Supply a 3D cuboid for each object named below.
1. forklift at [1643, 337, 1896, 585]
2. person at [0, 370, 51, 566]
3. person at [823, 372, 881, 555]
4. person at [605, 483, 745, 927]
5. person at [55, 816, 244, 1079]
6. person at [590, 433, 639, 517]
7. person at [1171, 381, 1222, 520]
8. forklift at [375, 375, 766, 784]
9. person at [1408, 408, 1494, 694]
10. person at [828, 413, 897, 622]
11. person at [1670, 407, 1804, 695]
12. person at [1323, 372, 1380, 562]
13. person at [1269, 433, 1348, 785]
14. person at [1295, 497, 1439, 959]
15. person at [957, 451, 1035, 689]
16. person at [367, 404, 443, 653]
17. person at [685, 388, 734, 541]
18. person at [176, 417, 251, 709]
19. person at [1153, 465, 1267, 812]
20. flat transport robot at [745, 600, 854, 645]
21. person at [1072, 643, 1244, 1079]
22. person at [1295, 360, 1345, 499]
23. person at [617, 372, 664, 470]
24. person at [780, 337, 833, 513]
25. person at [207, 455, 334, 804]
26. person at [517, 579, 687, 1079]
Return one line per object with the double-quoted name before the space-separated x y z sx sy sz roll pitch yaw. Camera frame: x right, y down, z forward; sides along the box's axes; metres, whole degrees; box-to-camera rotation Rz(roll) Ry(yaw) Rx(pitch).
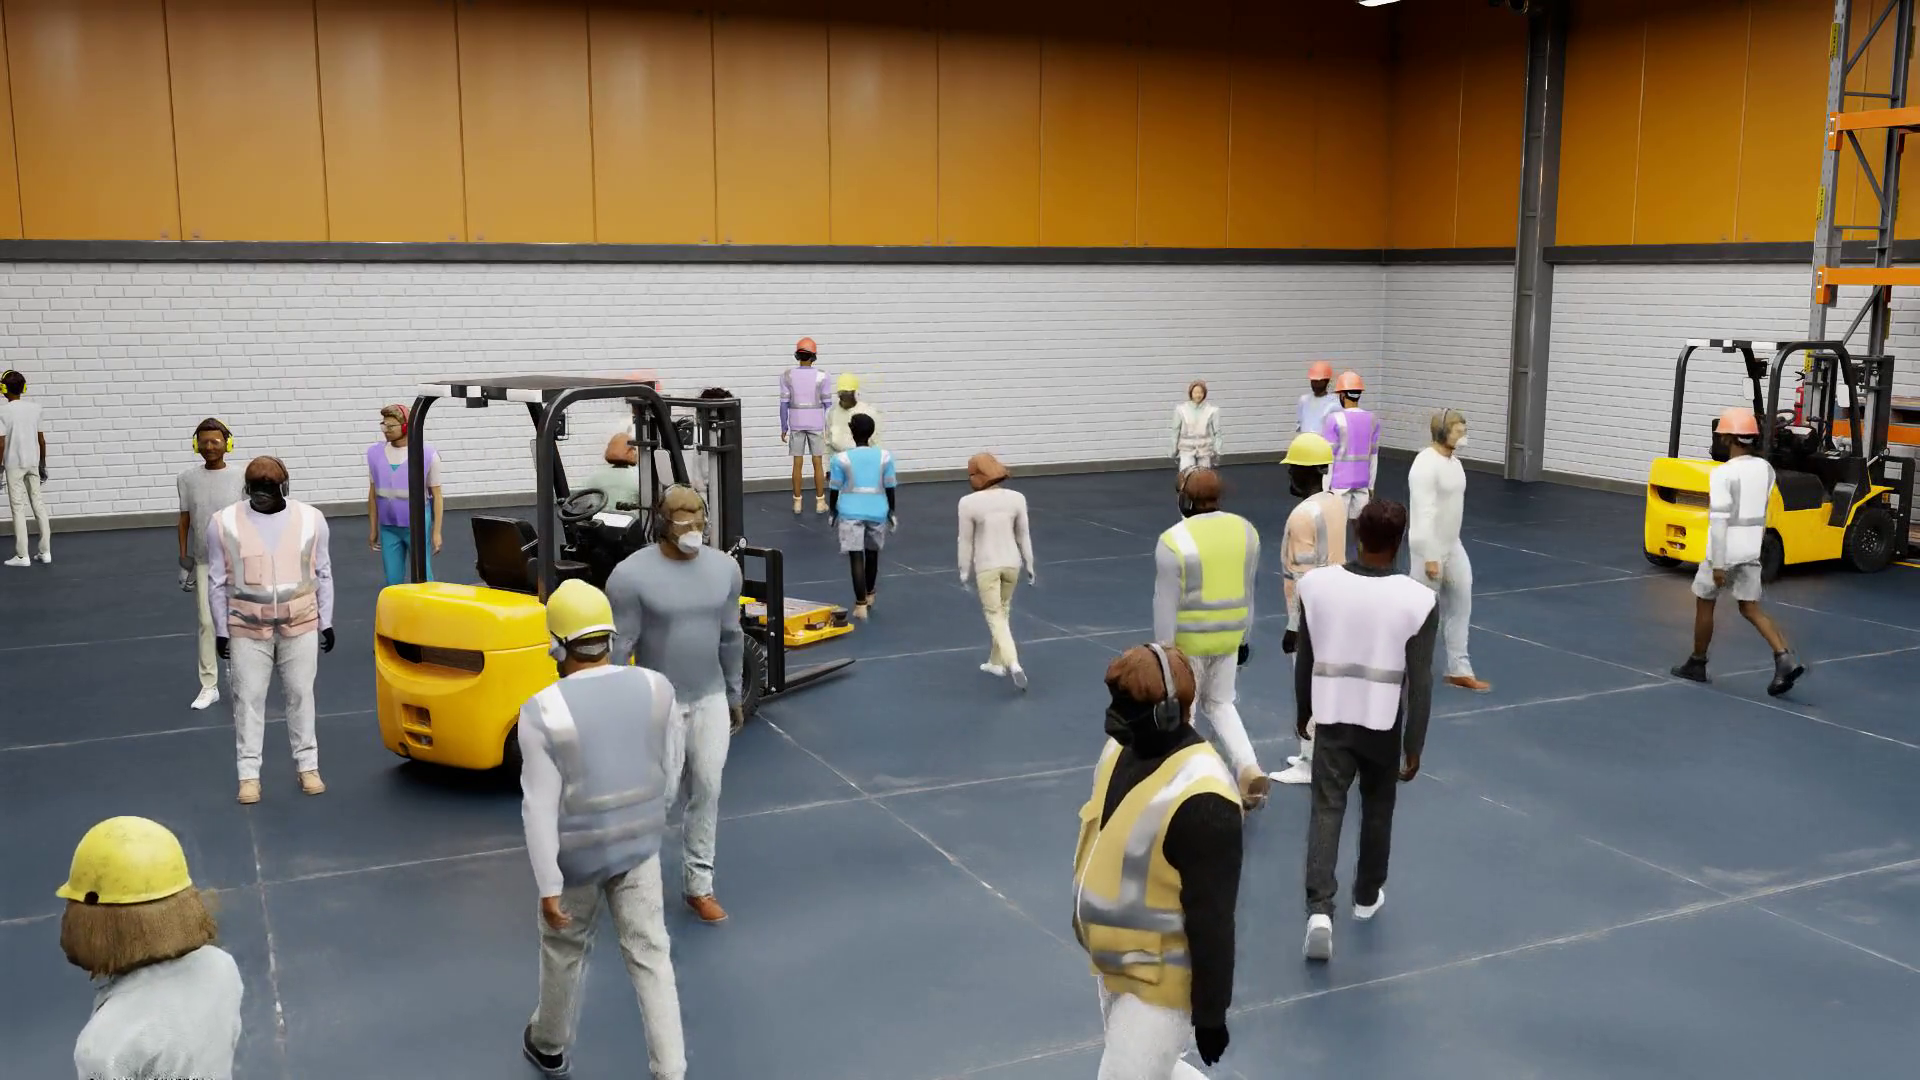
"forklift" 7.551 -0.789 15.507 2.313 2.155 1.214 -4 10 -25
"person" -8.953 -0.682 15.846 0.329 1.872 0.507 5 10 28
"person" -1.063 -0.758 16.474 0.598 1.821 0.509 4 10 22
"person" -1.267 0.685 7.243 0.654 1.917 0.680 -7 11 -36
"person" -1.697 1.399 3.399 0.723 1.717 0.502 1 9 8
"person" -2.534 -0.003 12.470 0.500 1.607 0.764 3 10 16
"person" 2.581 -0.913 18.083 0.545 1.595 0.822 1 9 4
"forklift" -2.268 0.149 9.685 1.214 2.155 2.313 6 11 32
"person" 3.126 0.057 11.154 0.888 1.910 0.629 8 12 41
"person" -0.814 -0.205 13.531 0.549 1.656 0.785 -3 10 -18
"person" 5.198 0.072 11.063 0.547 1.914 0.885 -4 10 -21
"person" 3.391 -0.506 14.578 0.538 1.929 0.381 -4 10 -23
"person" 1.906 0.378 9.086 0.381 1.928 0.587 6 11 32
"person" 1.652 0.758 6.896 0.599 1.881 0.934 4 10 22
"person" 0.272 0.199 11.233 0.549 1.594 0.784 -4 10 -23
"person" -4.053 -0.078 12.194 0.564 1.839 0.396 2 9 10
"person" -1.884 -0.172 12.495 0.527 1.936 0.664 -4 10 -25
"person" -4.751 0.151 10.677 0.513 1.873 0.328 -2 9 -13
"person" 1.260 0.532 8.459 0.635 1.824 0.596 -4 10 -26
"flat transport robot" -1.580 0.587 12.911 1.431 0.197 0.652 7 11 36
"person" 0.592 1.158 4.580 0.762 1.816 0.632 -2 9 -14
"person" 3.684 -0.880 16.932 0.656 1.916 0.560 -7 12 -39
"person" -2.443 -0.306 13.069 0.631 2.021 0.608 -5 10 -28
"person" -1.778 -1.325 19.299 0.611 2.042 0.395 0 9 2
"person" -3.642 0.465 8.832 0.619 1.839 0.430 -5 10 -27
"person" -1.194 1.020 5.559 0.593 1.792 0.918 -7 11 -37
